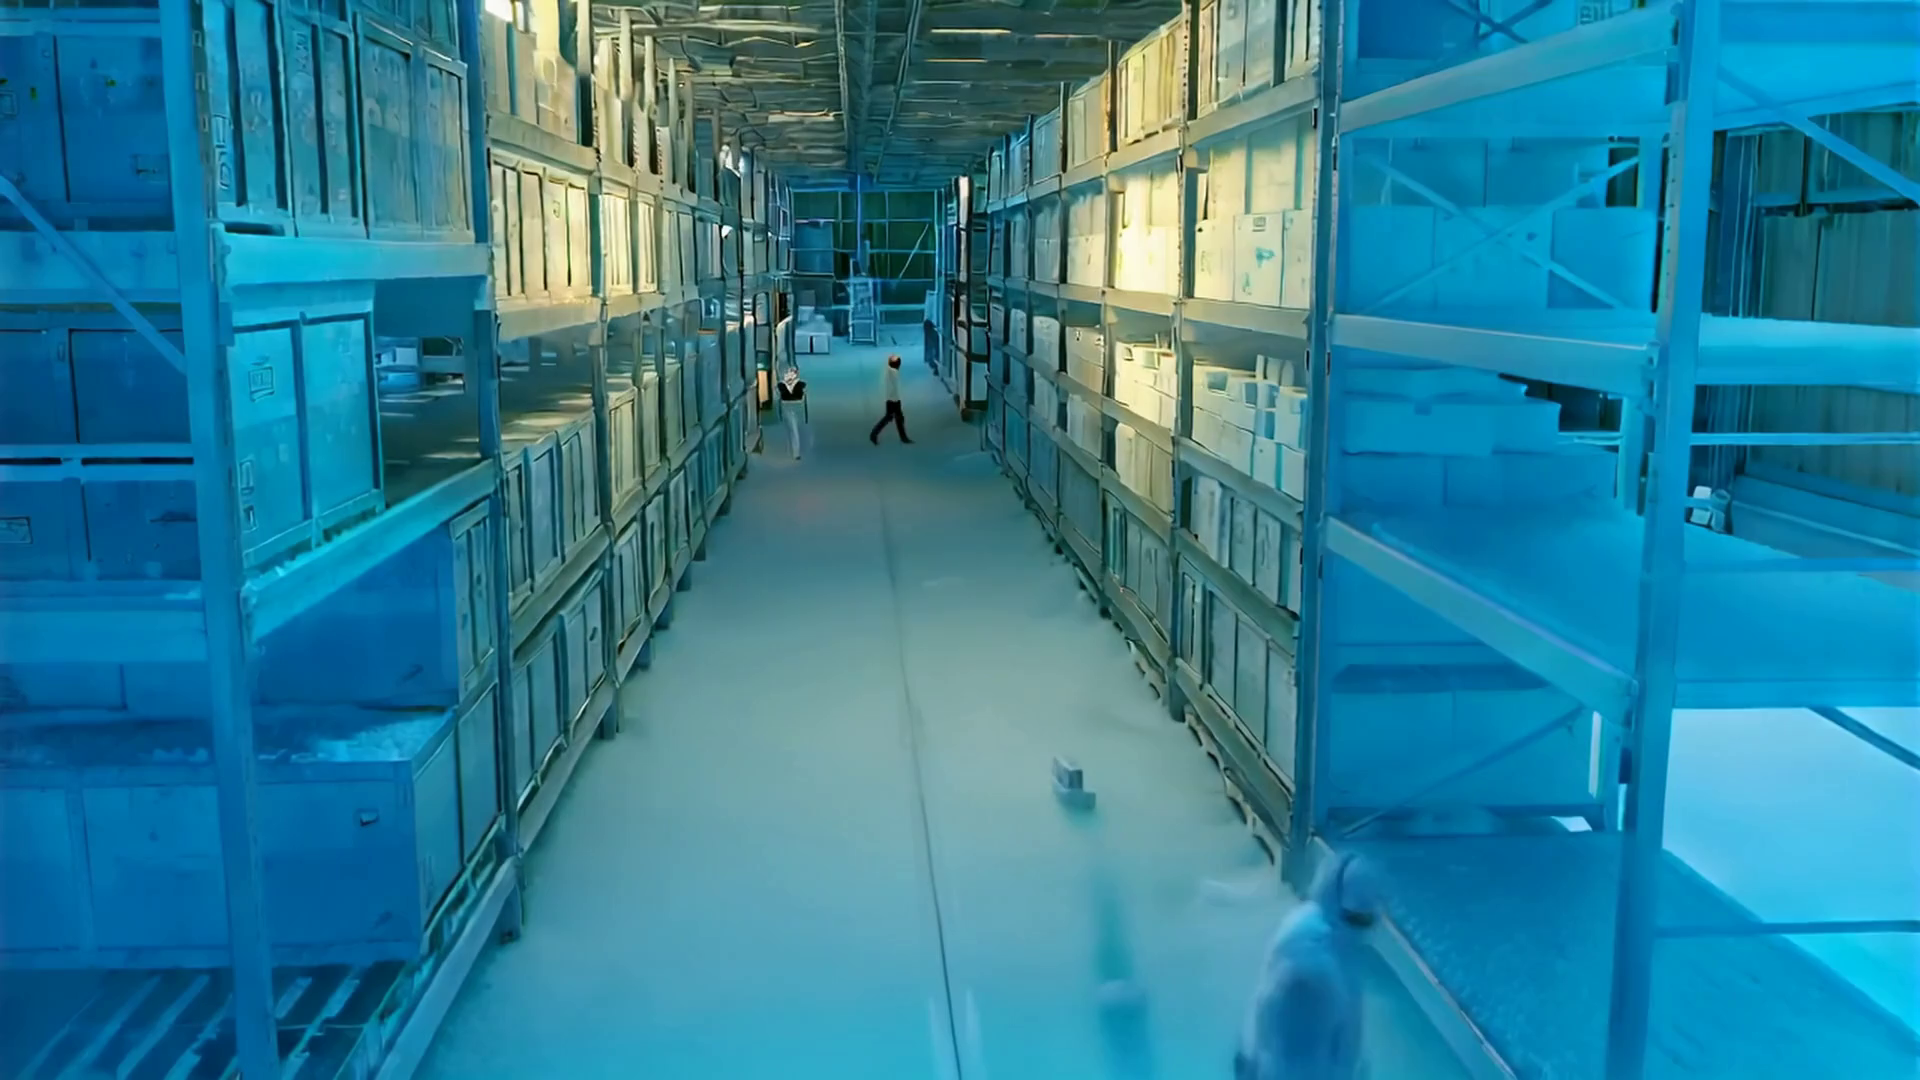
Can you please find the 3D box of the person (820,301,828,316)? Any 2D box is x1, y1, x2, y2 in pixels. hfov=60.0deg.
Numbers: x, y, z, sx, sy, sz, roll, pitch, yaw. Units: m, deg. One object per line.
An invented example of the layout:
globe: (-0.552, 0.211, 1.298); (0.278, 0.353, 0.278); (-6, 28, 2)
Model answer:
person: (-7.646, -12.710, 94.161); (0.514, 1.614, 0.655); (9, 13, 44)

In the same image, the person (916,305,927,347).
person: (-1.558, -9.543, 74.351); (0.803, 1.915, 0.640); (-2, 10, -10)

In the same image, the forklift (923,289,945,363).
forklift: (-0.817, -8.141, 63.094); (1.129, 2.768, 1.873); (-1, 10, -3)

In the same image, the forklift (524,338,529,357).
forklift: (-9.151, -3.727, 36.731); (1.129, 2.768, 1.873); (5, 11, 27)

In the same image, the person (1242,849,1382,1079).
person: (1.206, 1.958, 5.813); (0.777, 1.864, 0.664); (2, 10, 11)

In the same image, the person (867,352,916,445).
person: (-1.462, -2.960, 34.921); (0.975, 1.964, 0.620); (0, 10, -2)

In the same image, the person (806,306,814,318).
person: (-6.525, -9.286, 72.797); (0.388, 1.930, 0.545); (-7, 12, -37)

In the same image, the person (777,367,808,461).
person: (-3.232, -2.424, 32.077); (0.601, 1.828, 0.457); (-1, 10, -5)

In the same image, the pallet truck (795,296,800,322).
pallet truck: (-8.622, -12.439, 91.403); (1.885, 1.965, 0.823); (2, 10, 13)
